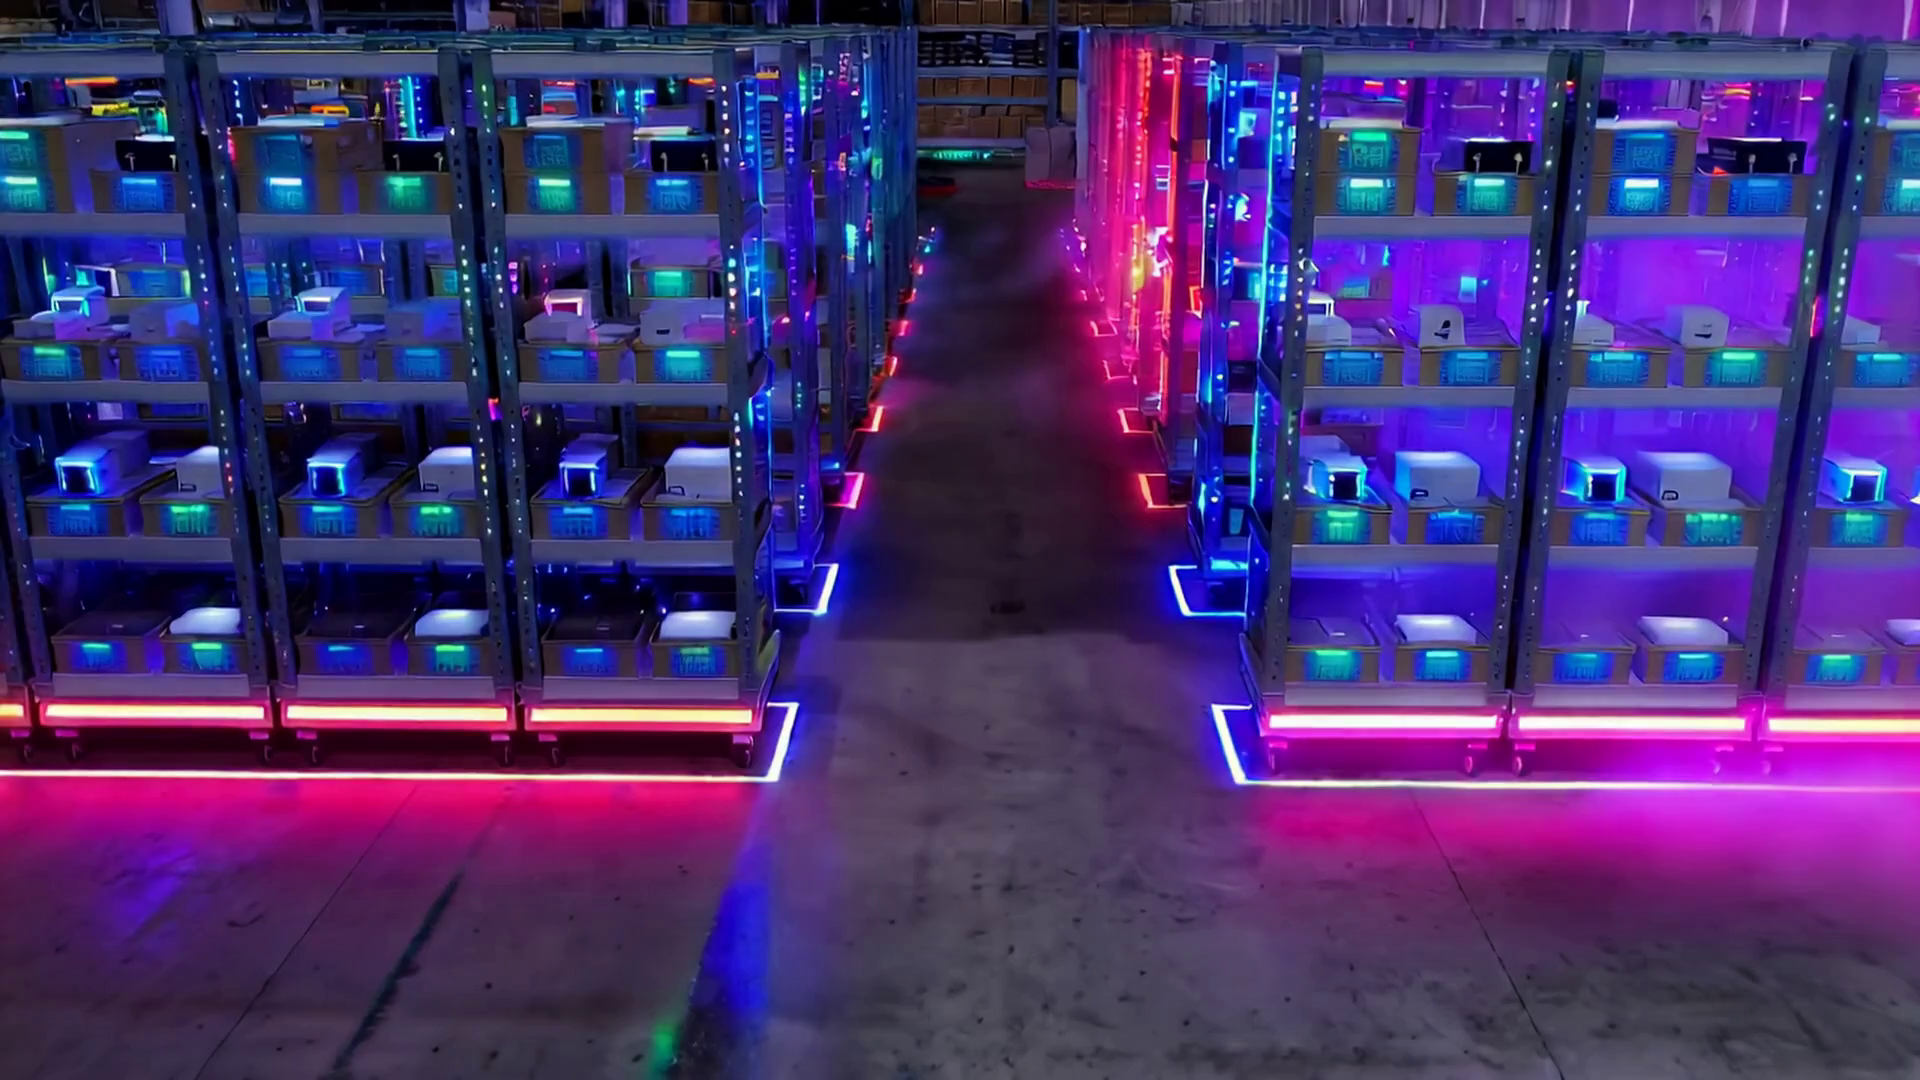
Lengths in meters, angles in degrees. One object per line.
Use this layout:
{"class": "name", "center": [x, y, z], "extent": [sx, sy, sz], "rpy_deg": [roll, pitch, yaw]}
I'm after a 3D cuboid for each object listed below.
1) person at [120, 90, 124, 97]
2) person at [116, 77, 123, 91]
{"class": "person", "center": [-26.672, -13.601, 52.692], "extent": [0.656, 1.851, 0.974], "rpy_deg": [7, 19, 20]}
{"class": "person", "center": [-28.001, -14.474, 55.372], "extent": [0.872, 1.911, 0.631], "rpy_deg": [2, 18, 7]}
